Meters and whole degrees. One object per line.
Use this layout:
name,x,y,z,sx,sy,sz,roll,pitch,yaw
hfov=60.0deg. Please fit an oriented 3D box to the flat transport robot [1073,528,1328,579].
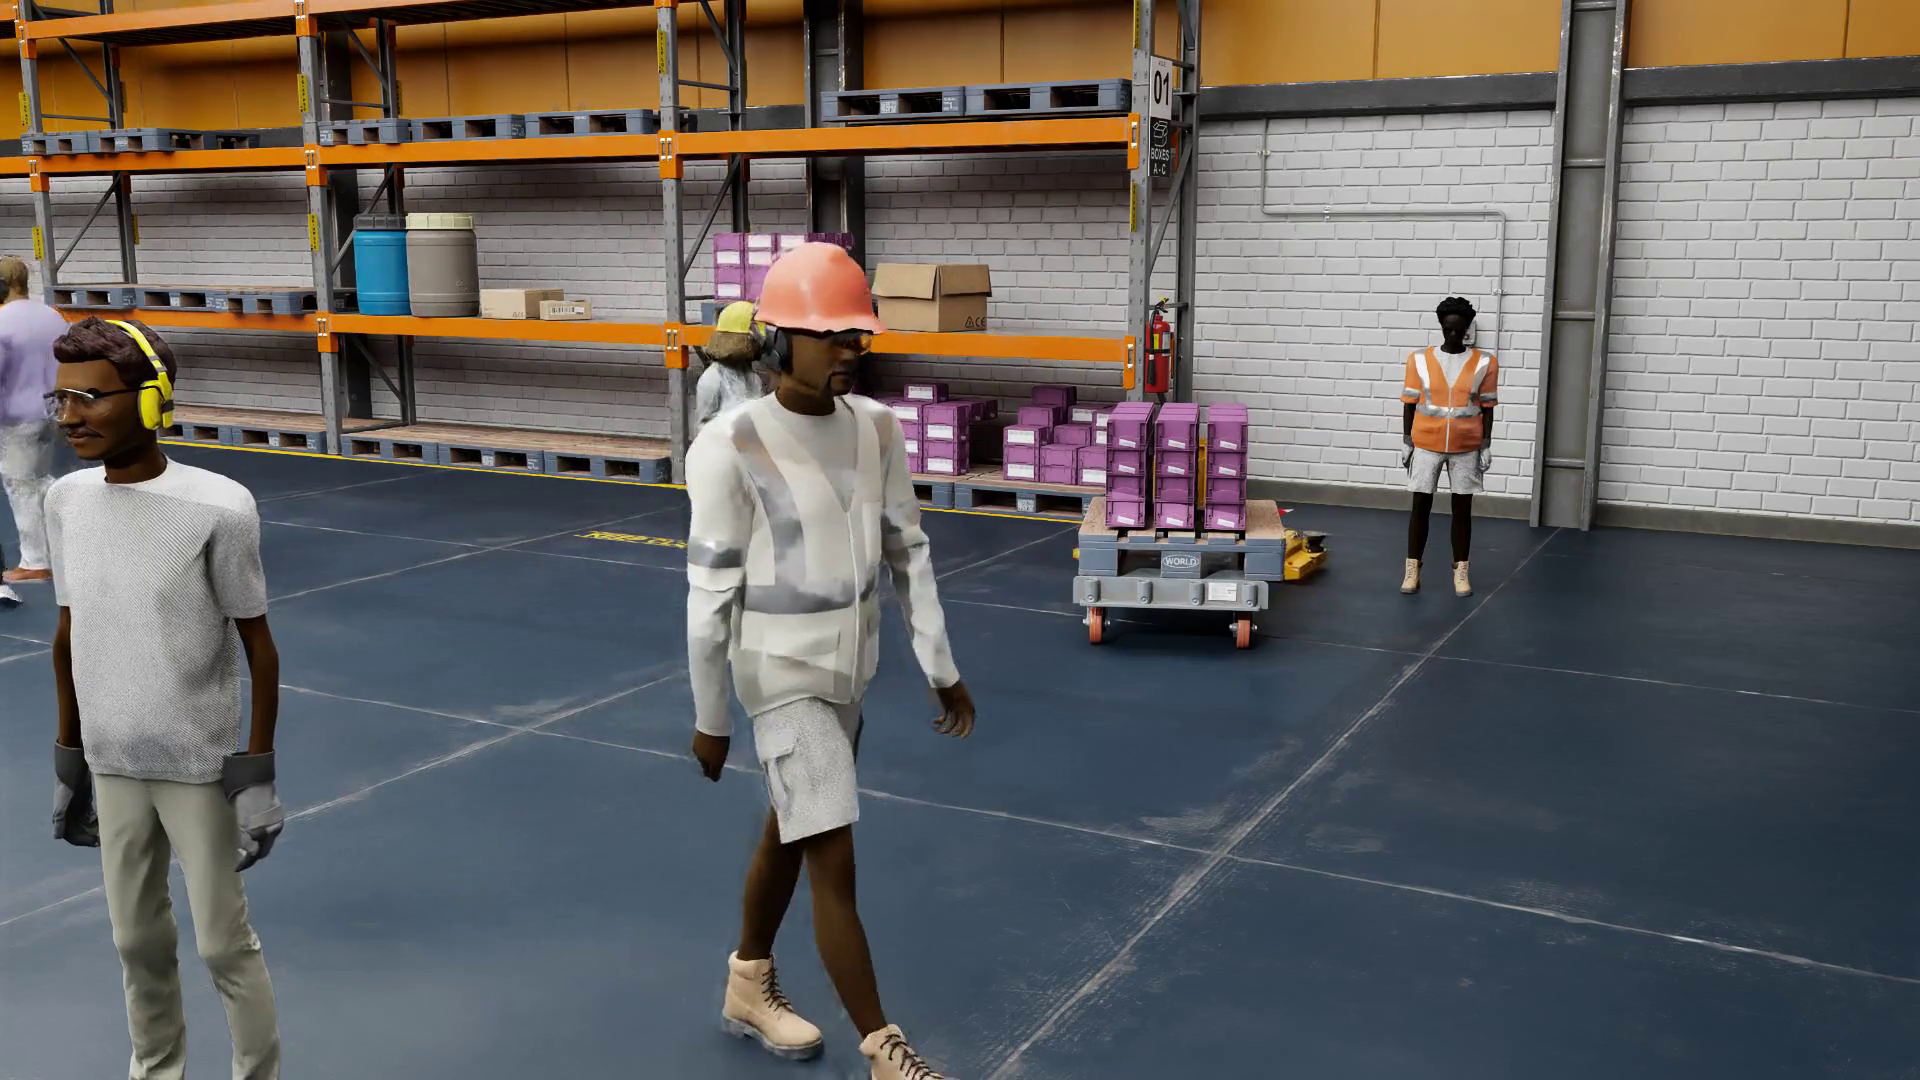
flat transport robot,1.478,0.033,10.246,1.431,0.197,0.652,5,12,26

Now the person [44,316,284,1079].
person,-1.643,0.479,3.429,0.530,1.864,0.311,3,11,13

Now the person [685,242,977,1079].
person,-0.252,0.332,3.841,0.977,1.995,0.629,8,13,37

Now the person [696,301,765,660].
person,-0.961,-0.251,7.808,0.722,1.712,0.509,4,11,19

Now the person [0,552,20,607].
person,-5.467,-0.519,8.915,0.639,1.883,0.651,8,13,36

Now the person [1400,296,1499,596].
person,2.751,-0.525,9.403,0.532,1.693,0.319,3,11,14

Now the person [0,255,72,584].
person,-5.381,-0.682,9.640,0.490,1.919,0.639,2,10,8
